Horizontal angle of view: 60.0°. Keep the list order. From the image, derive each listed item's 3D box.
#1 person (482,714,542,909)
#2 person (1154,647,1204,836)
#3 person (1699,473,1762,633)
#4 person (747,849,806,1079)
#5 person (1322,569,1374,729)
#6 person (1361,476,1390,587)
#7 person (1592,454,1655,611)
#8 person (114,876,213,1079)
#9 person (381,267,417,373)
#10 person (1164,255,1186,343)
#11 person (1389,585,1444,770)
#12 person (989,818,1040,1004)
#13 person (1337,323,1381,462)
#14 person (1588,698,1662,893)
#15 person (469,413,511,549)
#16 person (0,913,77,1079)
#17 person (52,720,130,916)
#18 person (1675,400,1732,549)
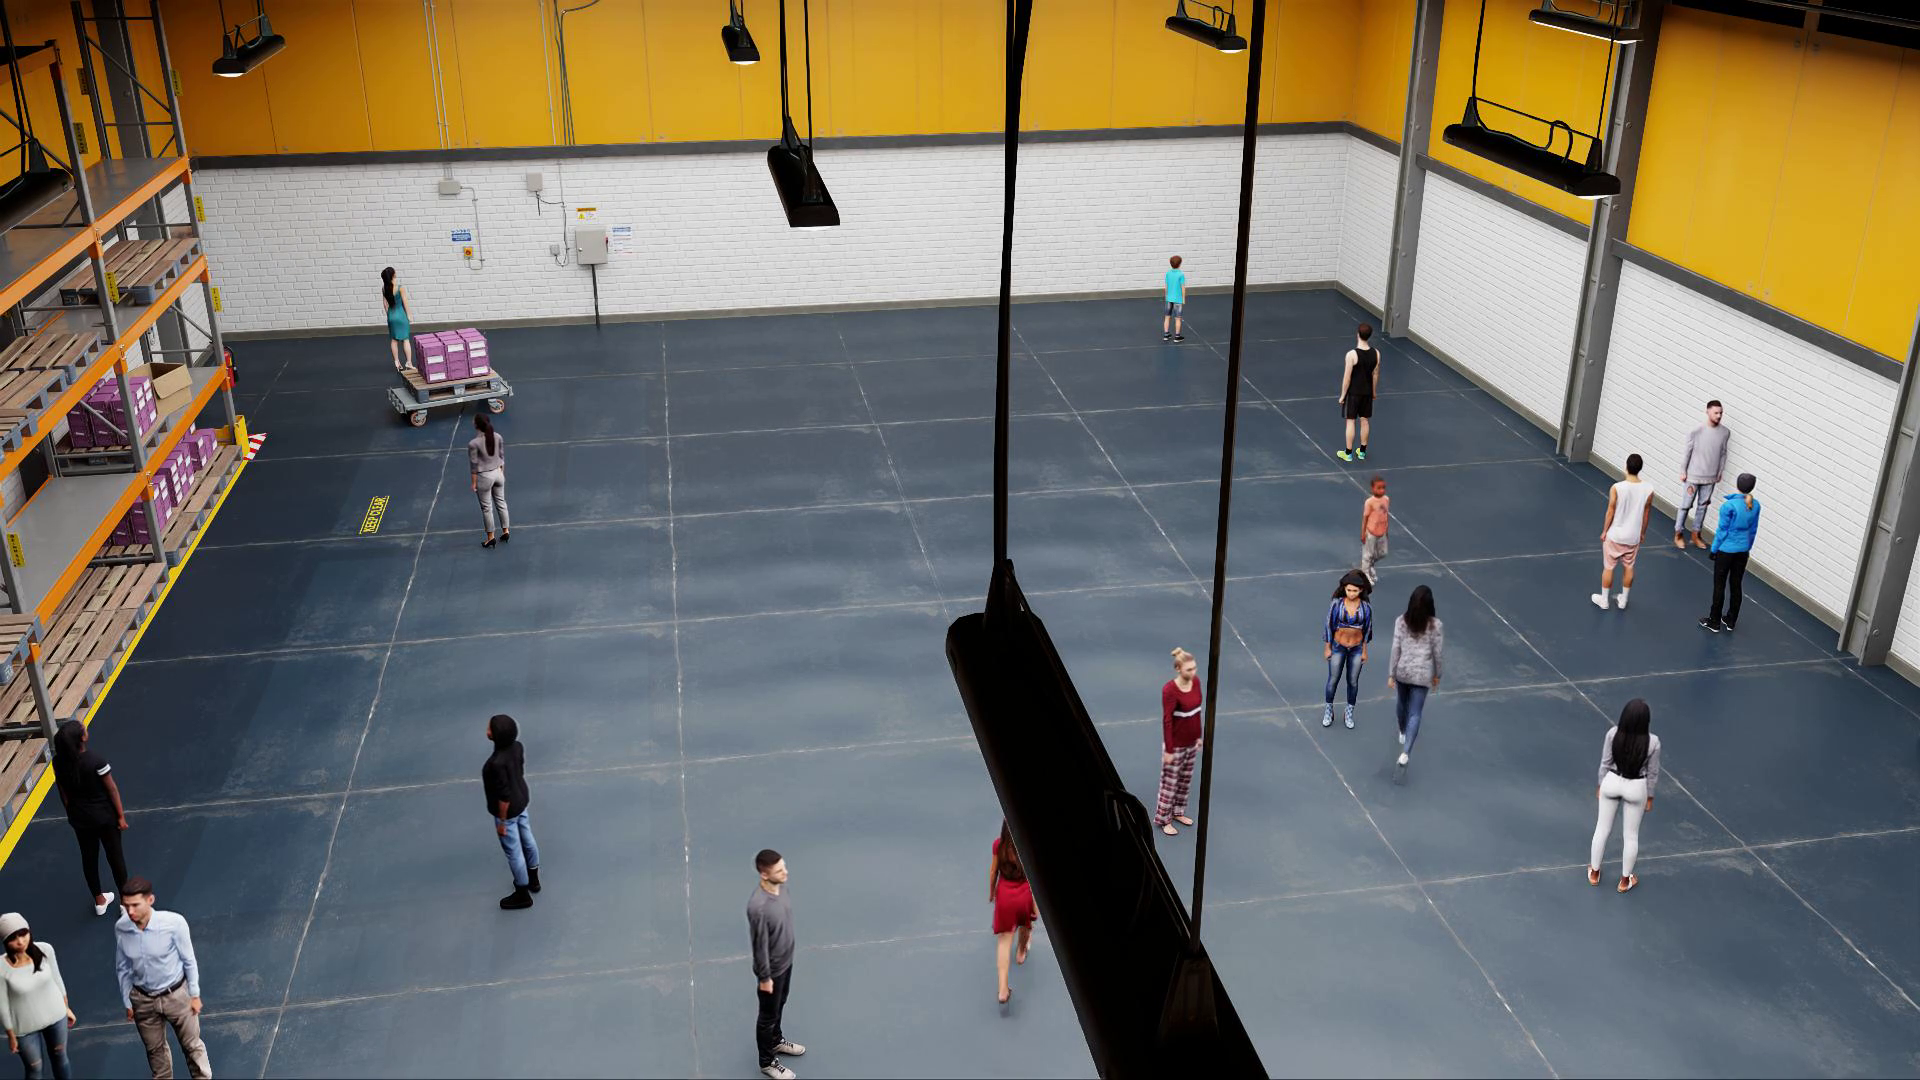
[{"bbox_3d":[-3.571,2.143,13.244,0.698,1.701,0.575,4,24,9],"label":"person"},{"bbox_3d":[1.887,1.711,14.240,0.682,1.696,0.681,-20,30,-38],"label":"person"},{"bbox_3d":[8.239,0.125,17.742,0.620,1.797,0.511,-3,24,-7],"label":"person"},{"bbox_3d":[-1.287,2.892,11.459,0.750,1.760,0.613,5,24,12],"label":"person"},{"bbox_3d":[3.691,1.042,15.868,0.685,1.617,0.664,4,24,9],"label":"person"},{"bbox_3d":[4.689,-0.129,18.940,0.540,1.303,0.567,-8,25,-18],"label":"person"},{"bbox_3d":[7.281,-0.085,18.233,0.678,1.789,0.634,1,24,1],"label":"person"},{"bbox_3d":[-5.297,3.024,11.050,0.654,1.845,0.589,-3,24,-6],"label":"person"},{"bbox_3d":[-8.829,-3.469,26.102,0.600,1.687,0.581,3,24,7],"label":"person"},{"bbox_3d":[3.571,-4.035,27.693,0.589,1.449,0.653,16,28,33],"label":"person"},{"bbox_3d":[4.134,1.278,15.235,1.033,1.693,1.239,10,25,21],"label":"person"},{"bbox_3d":[0.384,2.681,12.245,0.781,1.517,1.116,4,24,9],"label":"person"},{"bbox_3d":[5.391,-1.995,22.477,0.700,1.890,0.570,-6,24,-13],"label":"person"},{"bbox_3d":[5.370,2.042,13.447,0.674,1.724,0.715,13,27,27],"label":"person"},{"bbox_3d":[-5.608,-0.717,19.816,0.777,1.679,0.729,19,30,37],"label":"person"},{"bbox_3d":[-6.093,3.165,10.979,0.689,1.643,0.639,17,29,34],"label":"person"},{"bbox_3d":[-6.830,2.182,13.121,0.656,1.729,0.640,1,24,2],"label":"person"},{"bbox_3d":[8.835,-0.807,19.823,0.715,1.839,0.638,0,24,0],"label":"person"}]
